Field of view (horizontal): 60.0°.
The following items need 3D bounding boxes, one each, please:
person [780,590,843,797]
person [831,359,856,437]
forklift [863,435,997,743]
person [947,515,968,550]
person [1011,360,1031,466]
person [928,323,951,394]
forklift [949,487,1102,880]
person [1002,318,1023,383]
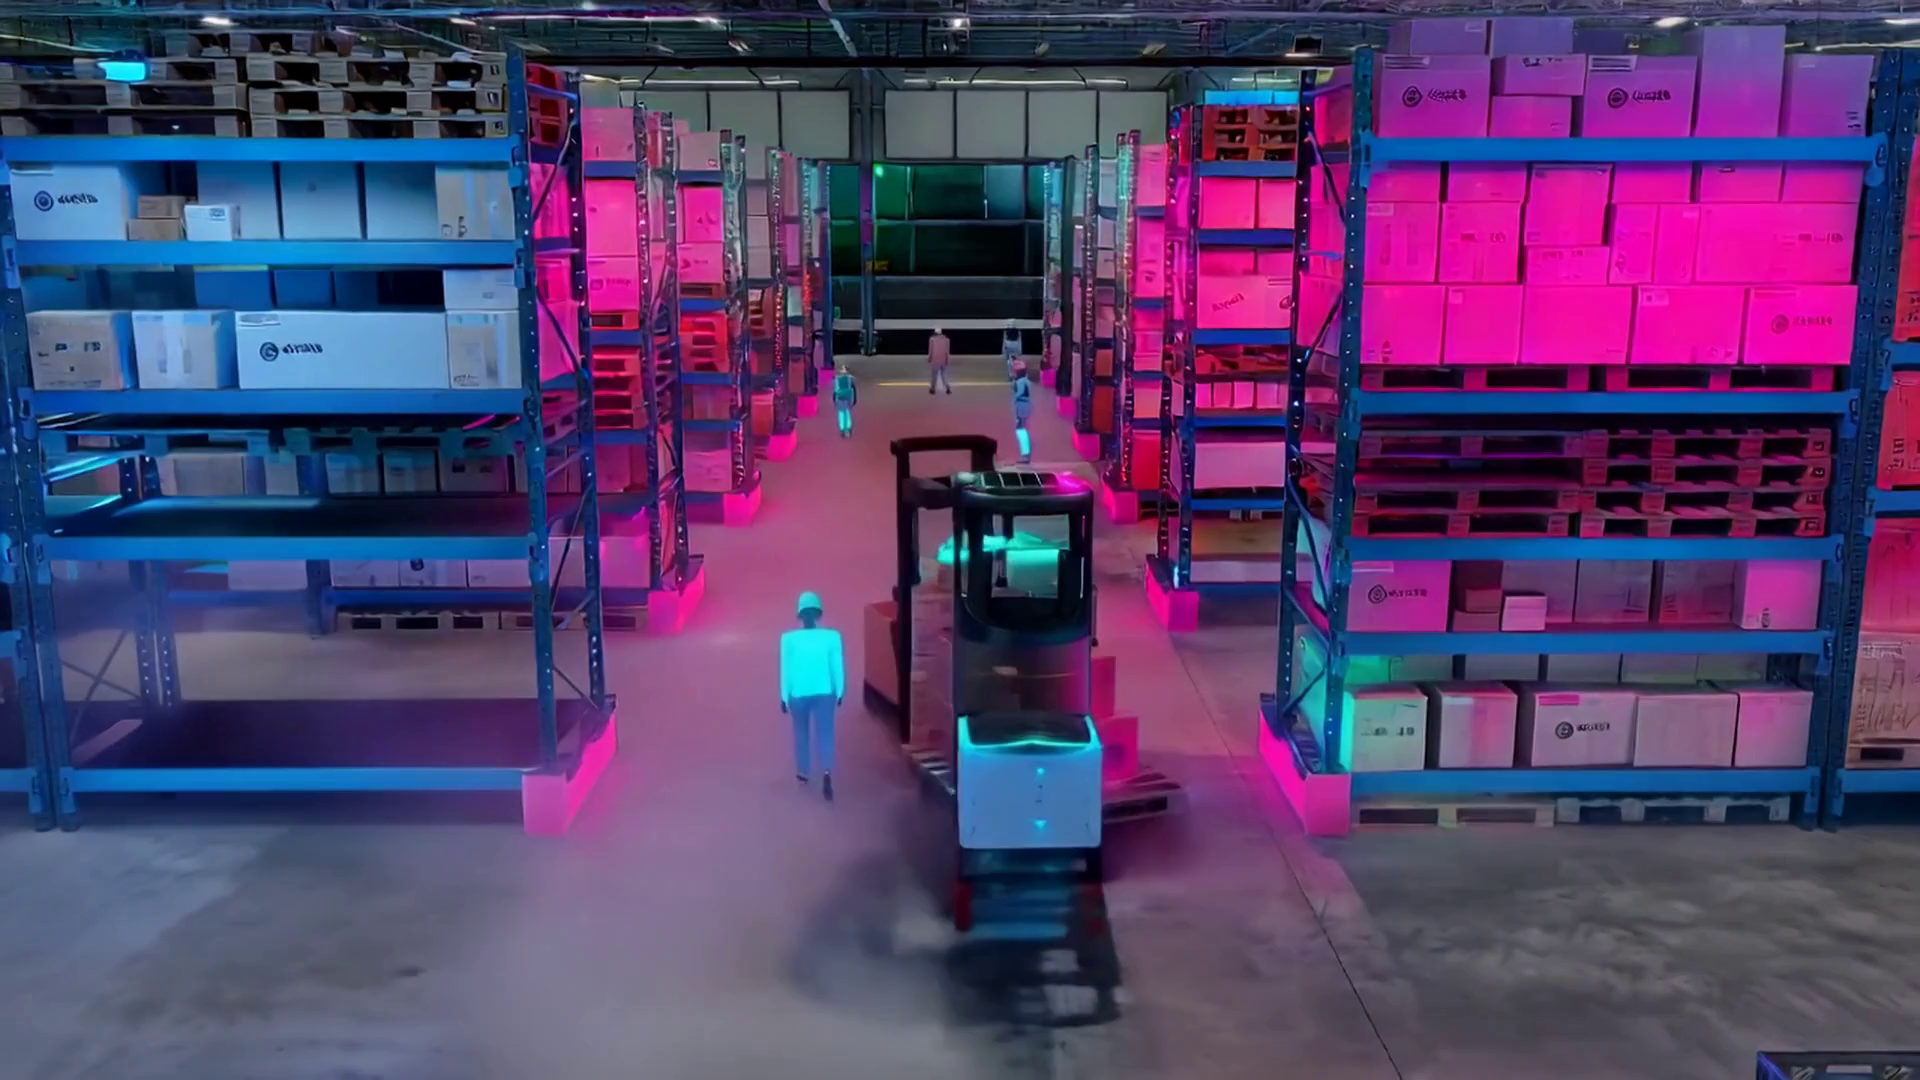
[{"bbox_3d":[-1.246,1.305,14.082,0.531,1.747,0.719,-2,12,-10],"label":"person"},{"bbox_3d":[-2.496,-3.042,35.726,0.548,1.686,0.447,0,11,-1],"label":"person"},{"bbox_3d":[-0.153,0.420,15.620,1.129,2.768,1.873,-5,12,-22],"label":"forklift"},{"bbox_3d":[0.121,0.465,18.472,0.529,1.639,0.904,5,13,25],"label":"person"},{"bbox_3d":[1.156,-2.438,31.910,0.407,2.035,0.601,3,12,14],"label":"person"},{"bbox_3d":[-0.532,-4.760,43.773,0.655,1.889,0.755,-6,13,-26],"label":"person"},{"bbox_3d":[0.495,0.986,12.813,1.129,2.768,1.873,0,11,-2],"label":"forklift"},{"bbox_3d":[1.470,-5.346,46.834,0.596,1.812,0.854,0,11,2],"label":"person"}]
